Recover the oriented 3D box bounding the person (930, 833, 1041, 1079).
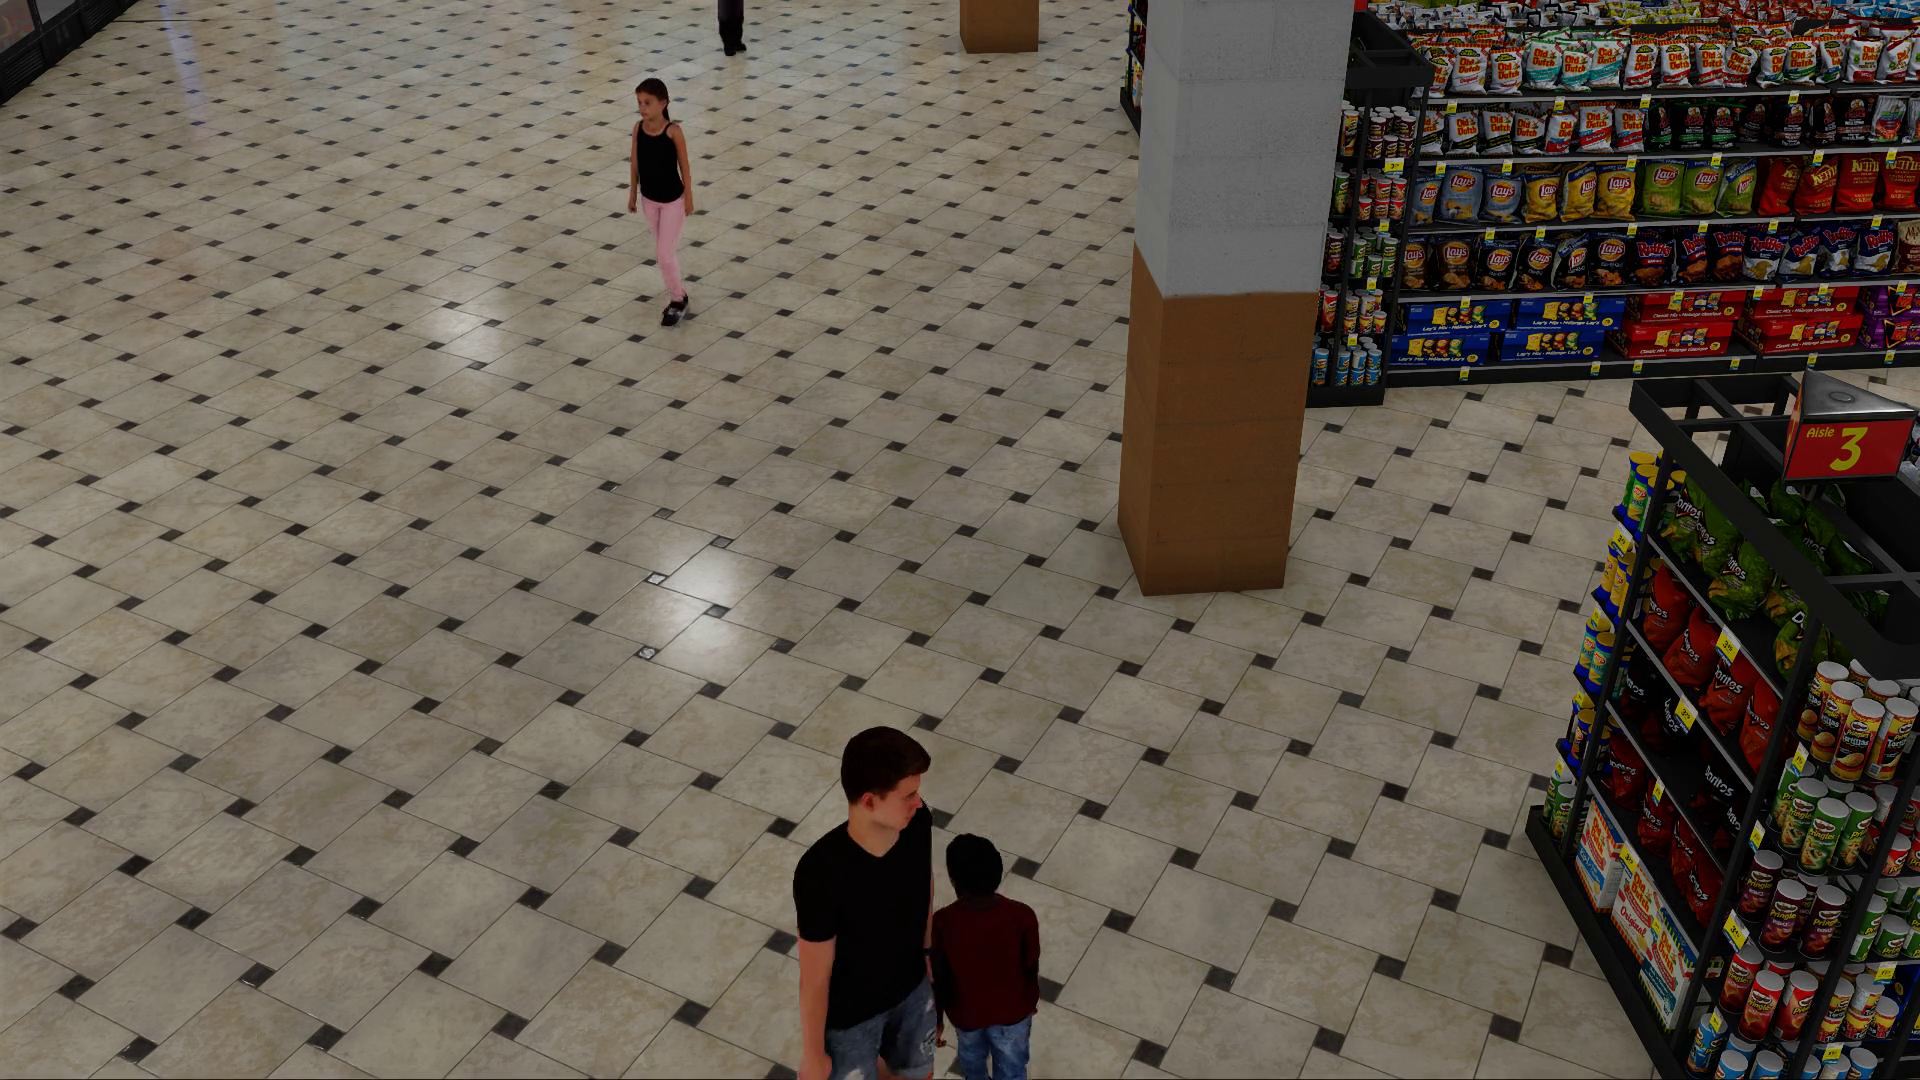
[{"bbox_3d":[0.089,1.443,4.995,0.793,1.227,0.618,2,32,3],"label":"person"}]

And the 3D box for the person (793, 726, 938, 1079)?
[{"bbox_3d":[-0.317,1.233,4.756,0.963,1.836,1.015,-27,41,-36],"label":"person"}]

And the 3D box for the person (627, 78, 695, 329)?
[{"bbox_3d":[-1.826,-2.140,10.452,0.682,1.546,0.723,14,34,21],"label":"person"}]
